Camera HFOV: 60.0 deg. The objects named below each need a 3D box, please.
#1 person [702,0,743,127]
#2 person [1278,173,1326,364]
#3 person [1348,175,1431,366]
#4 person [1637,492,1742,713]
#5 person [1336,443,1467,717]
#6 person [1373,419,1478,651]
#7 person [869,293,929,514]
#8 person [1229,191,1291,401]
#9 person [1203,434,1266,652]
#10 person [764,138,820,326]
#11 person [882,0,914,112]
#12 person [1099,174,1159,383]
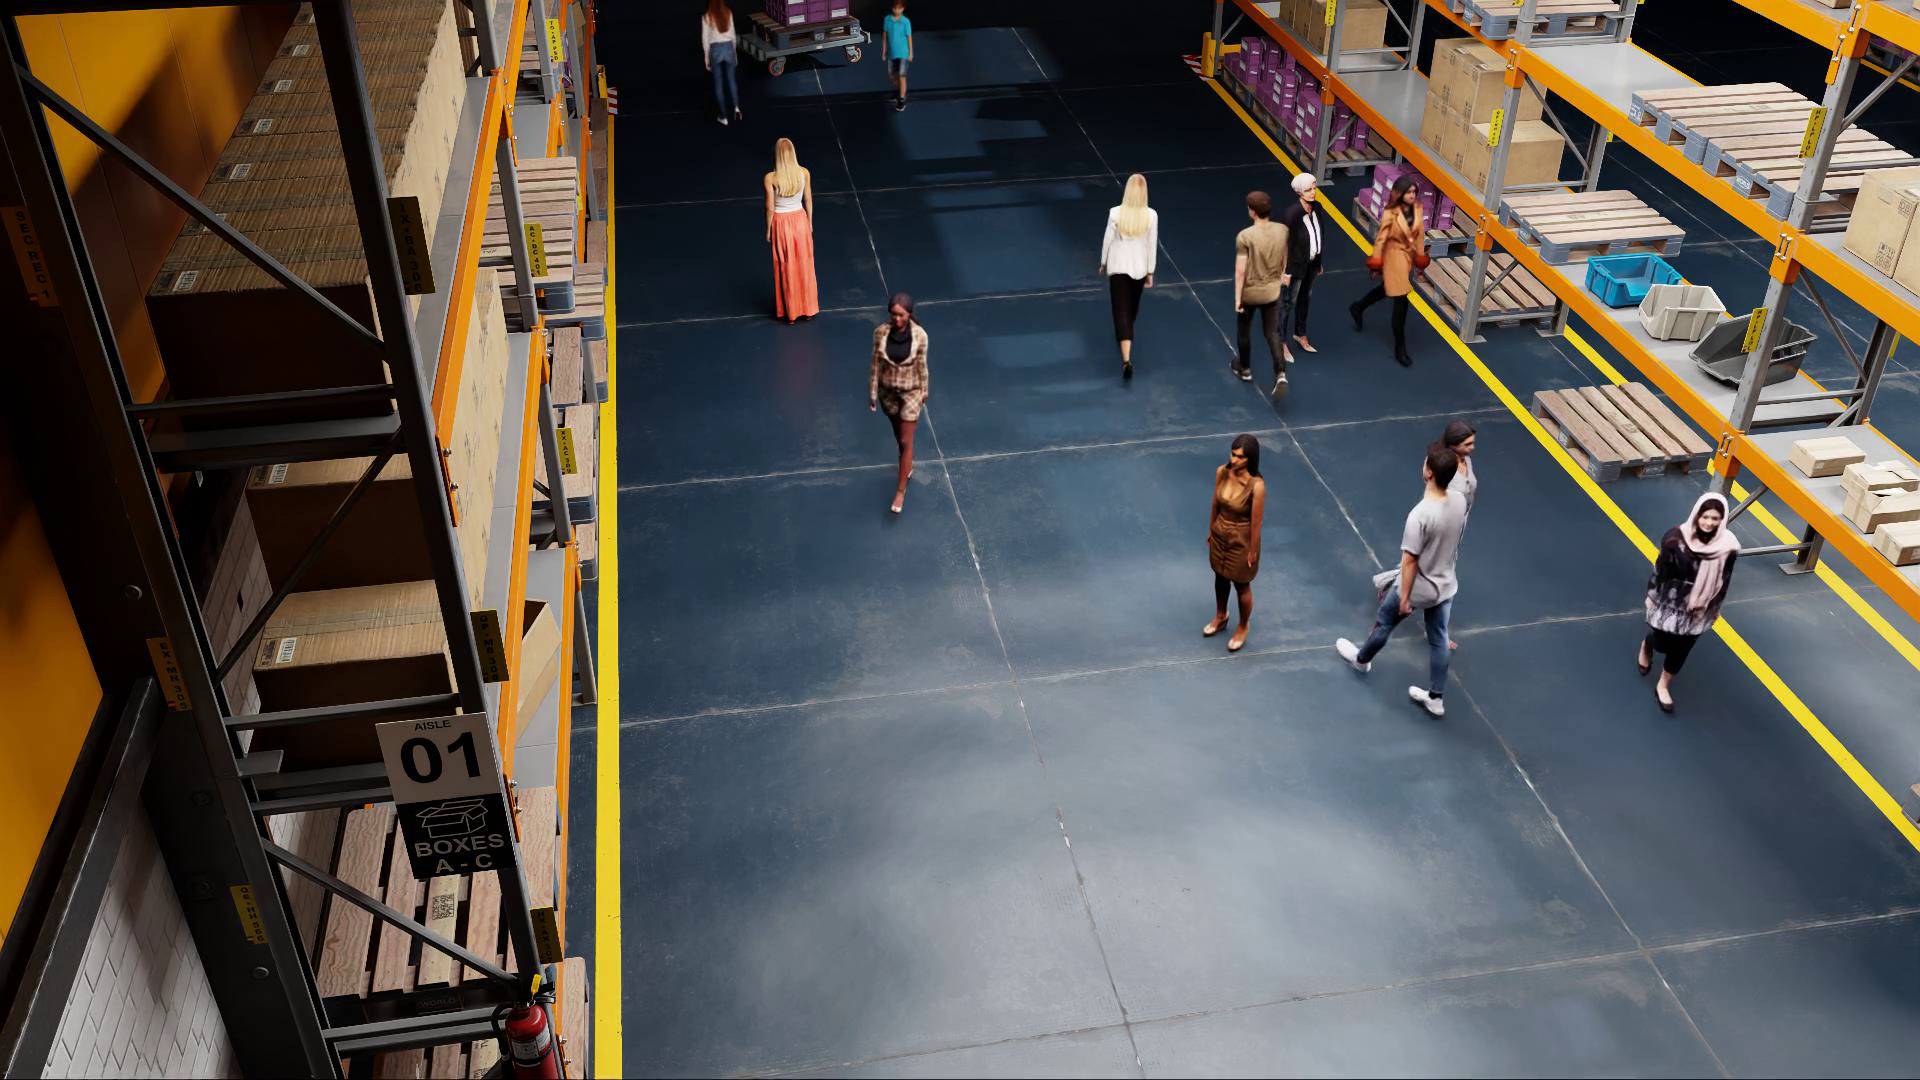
[{"bbox_3d":[-2.845,-5.815,20.044,0.711,1.720,0.843,-15,36,-21],"label":"person"},{"bbox_3d":[3.110,-2.482,14.981,0.823,1.782,0.740,-23,40,-30],"label":"person"},{"bbox_3d":[3.892,-2.505,15.101,0.935,1.680,1.272,-16,37,-23],"label":"person"},{"bbox_3d":[4.718,0.340,10.871,0.734,1.625,0.834,3,34,4],"label":"person"},{"bbox_3d":[3.071,0.314,10.706,0.947,1.850,1.201,-20,39,-28],"label":"person"},{"bbox_3d":[3.201,-0.066,11.366,1.024,1.752,0.920,26,41,33],"label":"person"},{"bbox_3d":[-0.458,-1.147,13.006,0.875,1.738,1.158,7,34,11],"label":"person"},{"bbox_3d":[2.617,-2.082,14.338,0.724,1.819,1.165,-7,34,-10],"label":"person"},{"bbox_3d":[1.873,0.009,11.315,0.705,1.684,0.607,-26,41,-33],"label":"person"},{"bbox_3d":[-1.586,-2.889,15.568,0.672,1.803,0.646,-13,36,-18],"label":"person"},{"bbox_3d":[-0.768,-6.108,20.745,0.766,1.431,0.868,14,36,20],"label":"person"},{"bbox_3d":[1.480,-2.266,14.618,0.704,1.816,1.171,-2,34,-3],"label":"person"}]
